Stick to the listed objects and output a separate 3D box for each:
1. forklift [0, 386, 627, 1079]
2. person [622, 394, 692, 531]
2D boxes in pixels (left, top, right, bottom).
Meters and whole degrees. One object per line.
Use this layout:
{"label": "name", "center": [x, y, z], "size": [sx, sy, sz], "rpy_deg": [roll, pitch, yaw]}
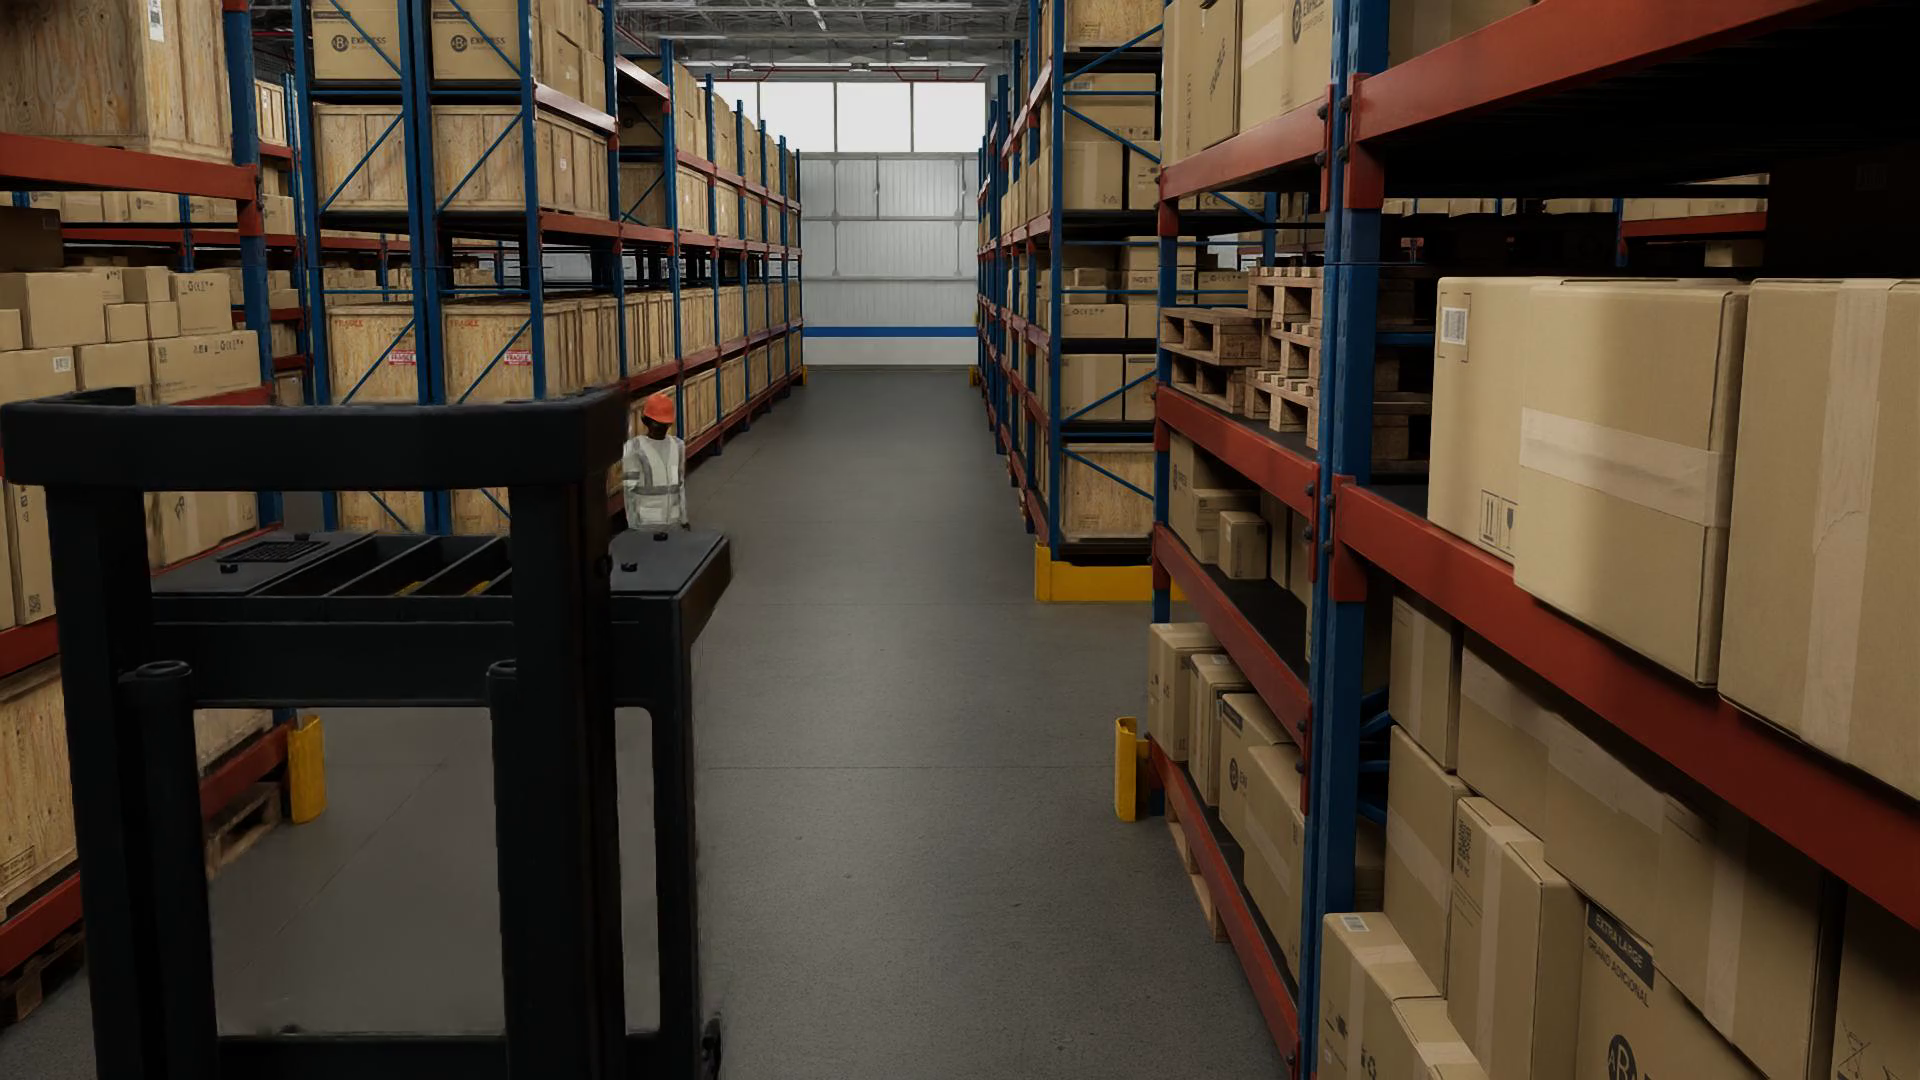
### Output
{"label": "forklift", "center": [-1.061, 1.118, 3.000], "size": [1.129, 2.768, 1.873], "rpy_deg": [0, 9, -1]}
{"label": "person", "center": [-2.440, -0.174, 13.517], "size": [0.392, 2.033, 0.605], "rpy_deg": [9, 13, 42]}
